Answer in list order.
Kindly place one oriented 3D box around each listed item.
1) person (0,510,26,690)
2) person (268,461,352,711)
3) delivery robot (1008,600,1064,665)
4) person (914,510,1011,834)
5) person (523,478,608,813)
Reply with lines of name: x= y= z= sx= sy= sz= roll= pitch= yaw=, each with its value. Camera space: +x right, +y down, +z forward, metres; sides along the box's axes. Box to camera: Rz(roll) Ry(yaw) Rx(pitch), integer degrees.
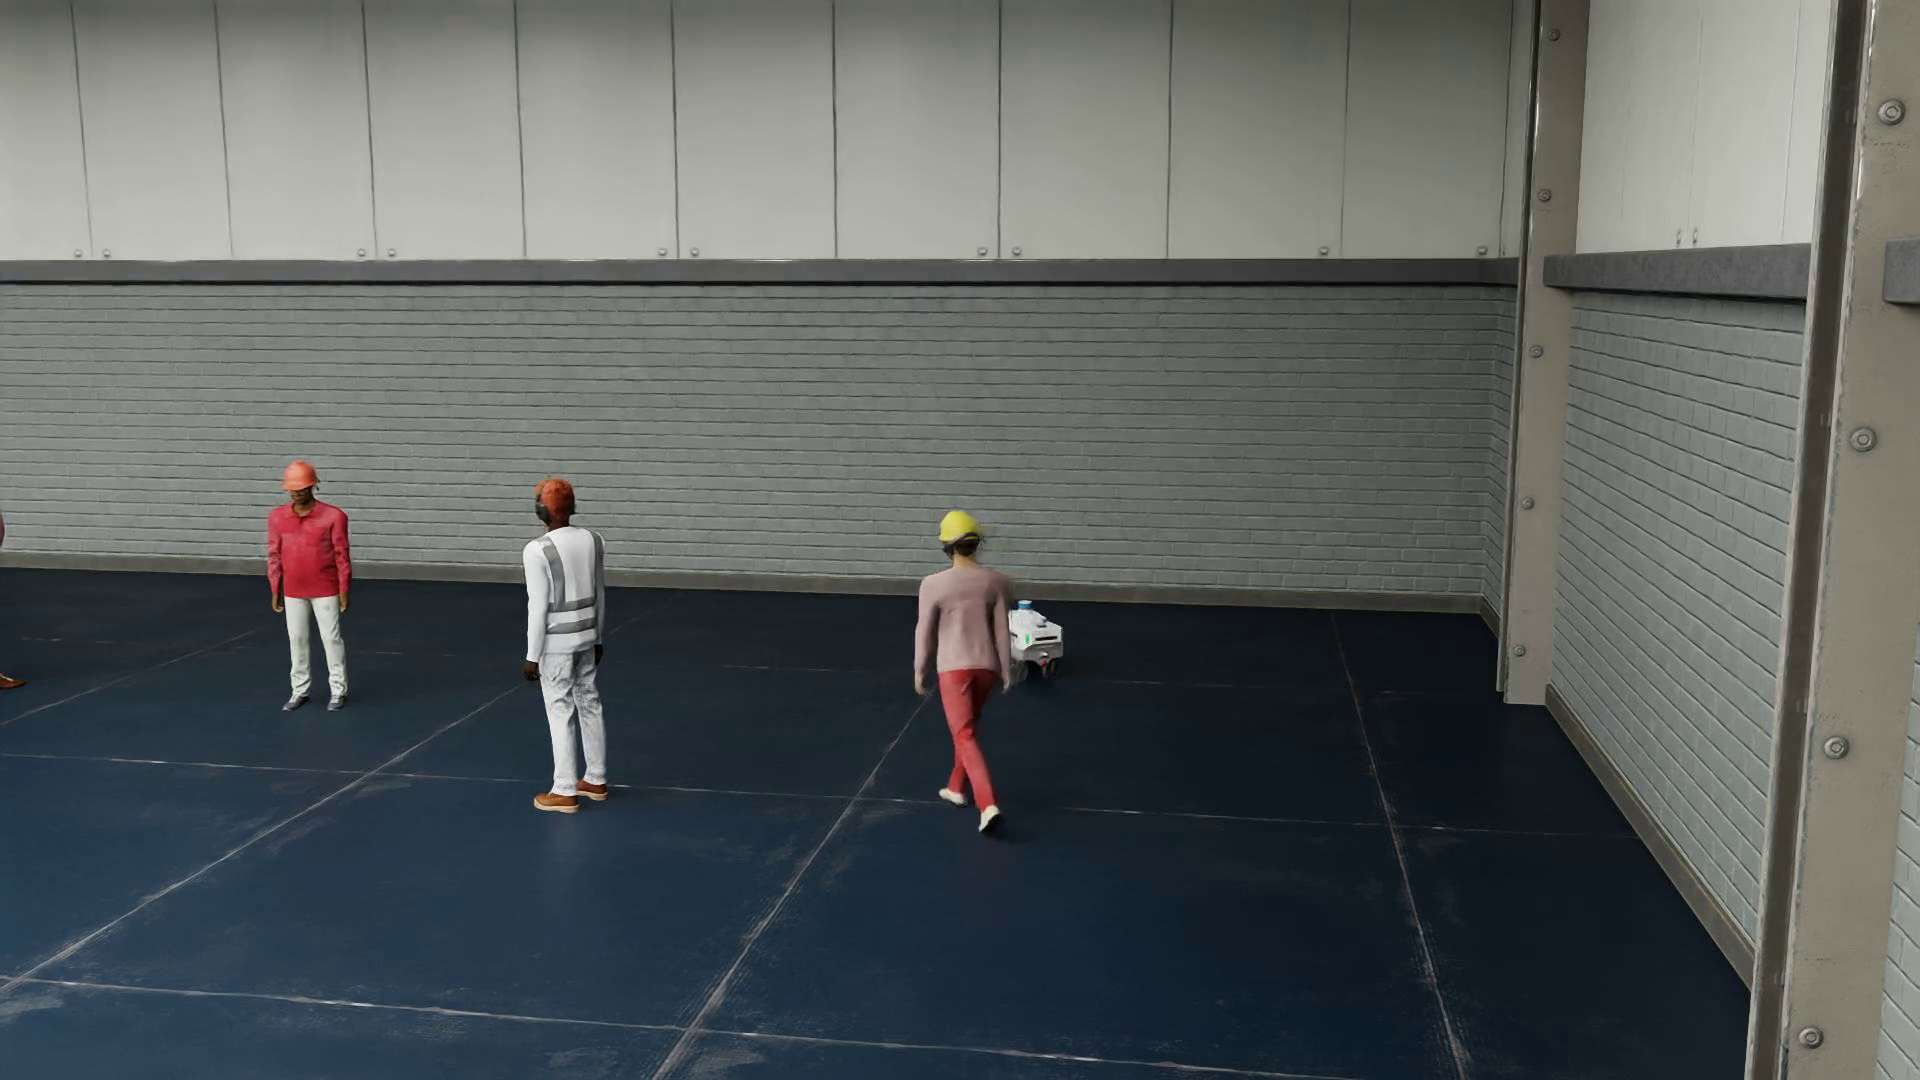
person: x=-7.130 y=0.139 z=12.037 sx=0.638 sy=1.913 sz=0.409 roll=7 pitch=11 yaw=35
person: x=-4.481 y=0.320 z=11.443 sx=0.571 sy=1.743 sz=0.353 roll=0 pitch=9 yaw=1
delivery robot: x=0.489 y=0.698 z=12.475 sx=0.477 sy=0.478 sz=0.707 roll=-4 pitch=10 yaw=-24
person: x=0.056 y=0.709 z=9.098 sx=0.532 sy=1.728 sz=0.871 roll=-4 pitch=10 yaw=-25
person: x=-2.219 y=0.587 z=9.357 sx=0.338 sy=1.882 sz=0.582 roll=6 pitch=11 yaw=31
